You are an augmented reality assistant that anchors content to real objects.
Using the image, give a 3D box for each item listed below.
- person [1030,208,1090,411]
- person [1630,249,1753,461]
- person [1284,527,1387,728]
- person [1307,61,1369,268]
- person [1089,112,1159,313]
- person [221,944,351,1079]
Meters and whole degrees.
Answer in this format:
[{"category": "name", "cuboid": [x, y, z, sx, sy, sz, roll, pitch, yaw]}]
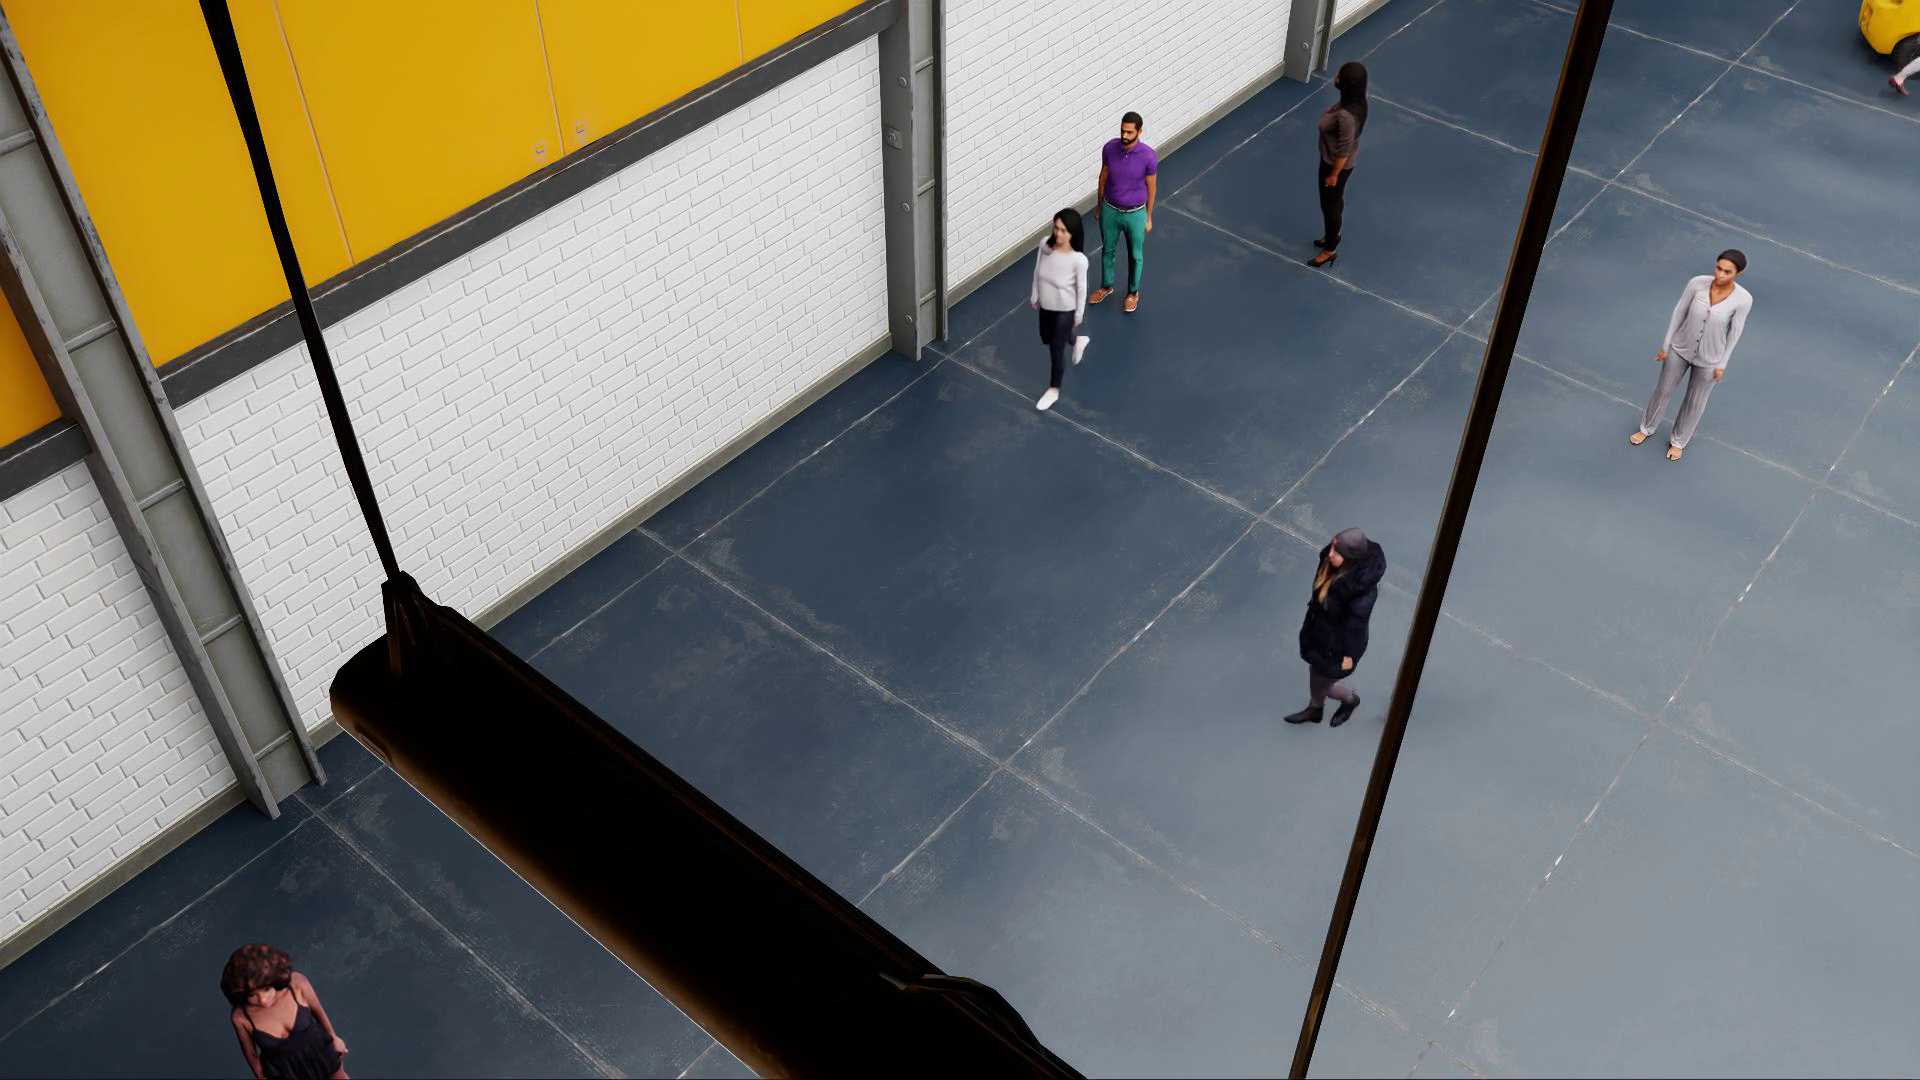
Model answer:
[{"category": "person", "cuboid": [0.803, -1.820, 12.665, 0.626, 1.685, 0.936, 32, 52, 29]}, {"category": "person", "cuboid": [5.392, -1.384, 12.169, 0.646, 1.737, 0.545, 27, 50, 25]}, {"category": "person", "cuboid": [2.363, 0.559, 10.178, 0.902, 1.670, 0.845, -10, 45, -10]}, {"category": "person", "cuboid": [3.177, -3.148, 13.945, 0.796, 1.841, 0.663, 13, 45, 13]}, {"category": "person", "cuboid": [1.342, -2.678, 13.505, 0.697, 1.768, 0.651, 16, 46, 17]}, {"category": "person", "cuboid": [-3.197, 2.506, 8.048, 0.526, 1.789, 0.668, -30, 51, -28]}]
